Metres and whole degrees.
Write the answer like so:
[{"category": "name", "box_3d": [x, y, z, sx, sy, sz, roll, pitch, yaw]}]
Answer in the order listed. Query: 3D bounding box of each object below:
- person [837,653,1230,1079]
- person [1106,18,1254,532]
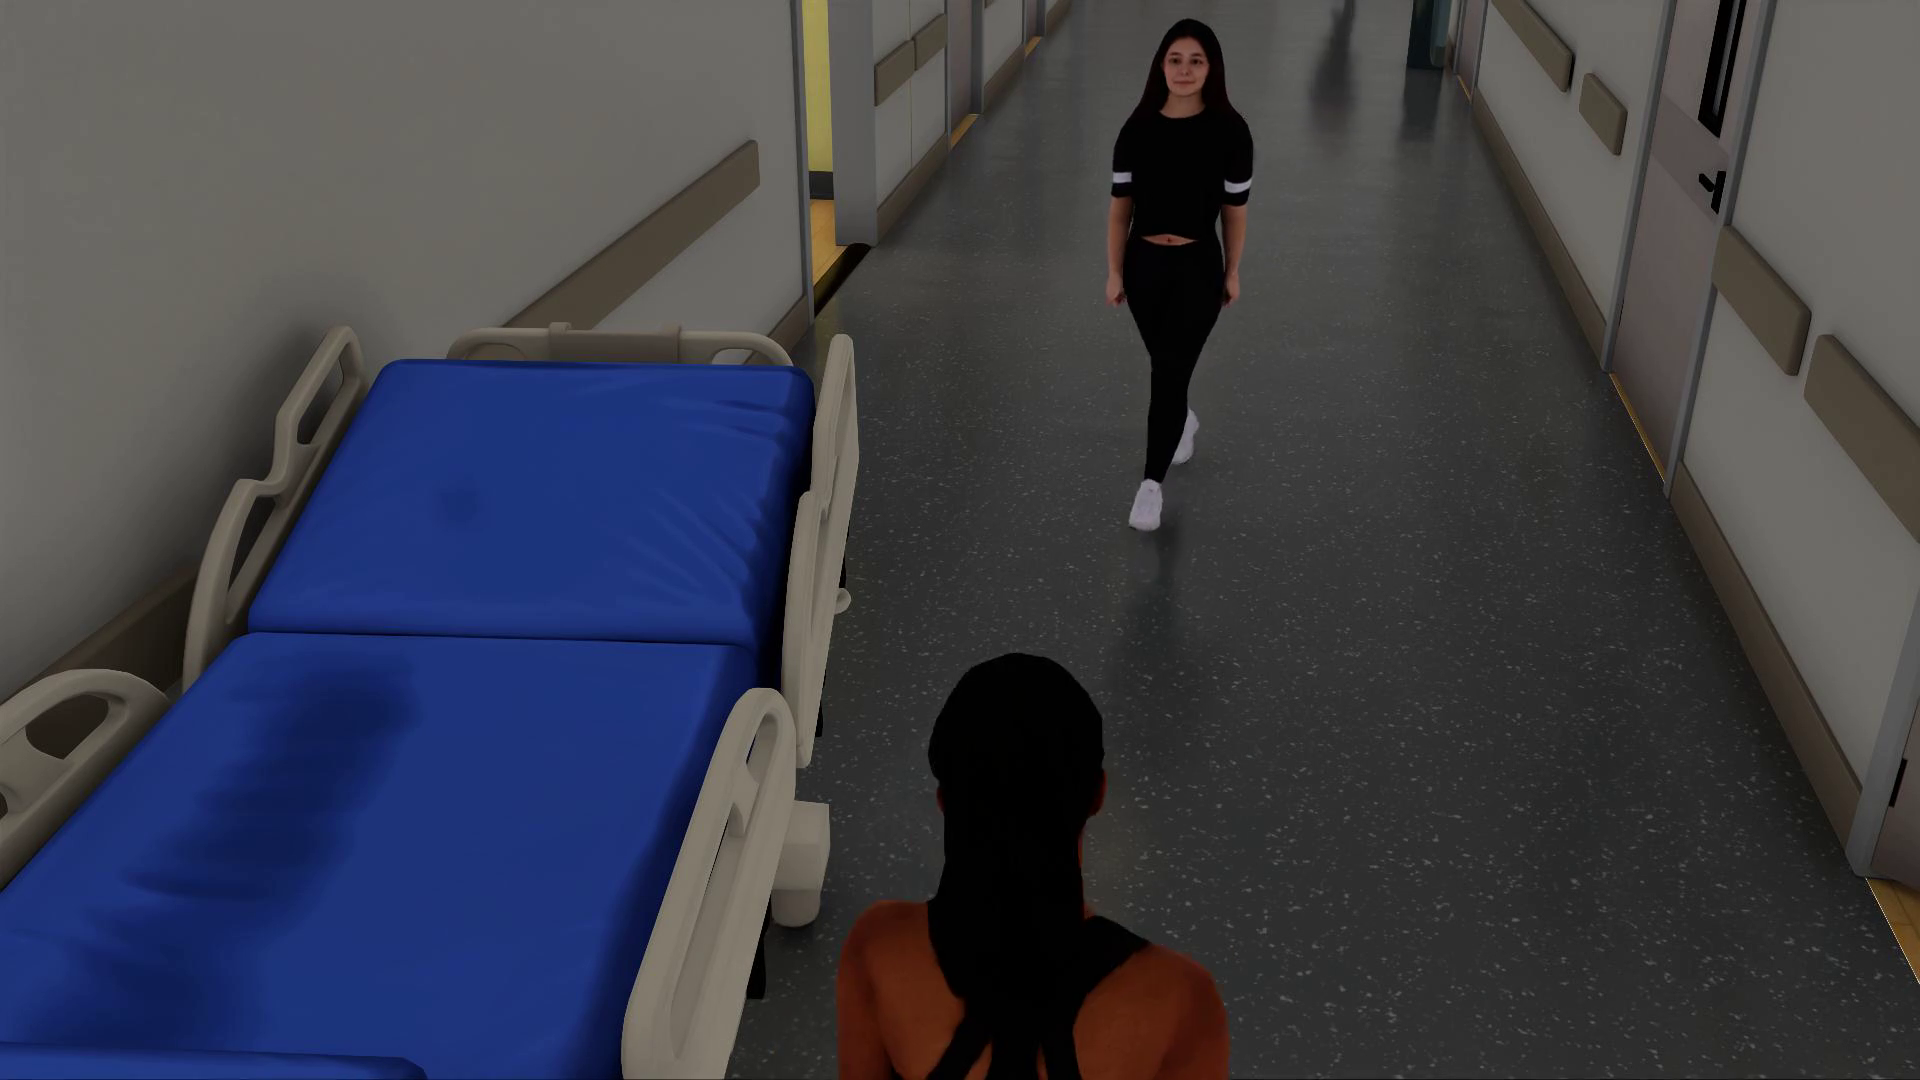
[{"category": "person", "box_3d": [0.041, 0.889, 1.814, 0.820, 1.653, 0.647, 5, 26, 10]}, {"category": "person", "box_3d": [0.728, -0.904, 5.600, 1.095, 1.595, 0.759, 7, 27, 15]}]
